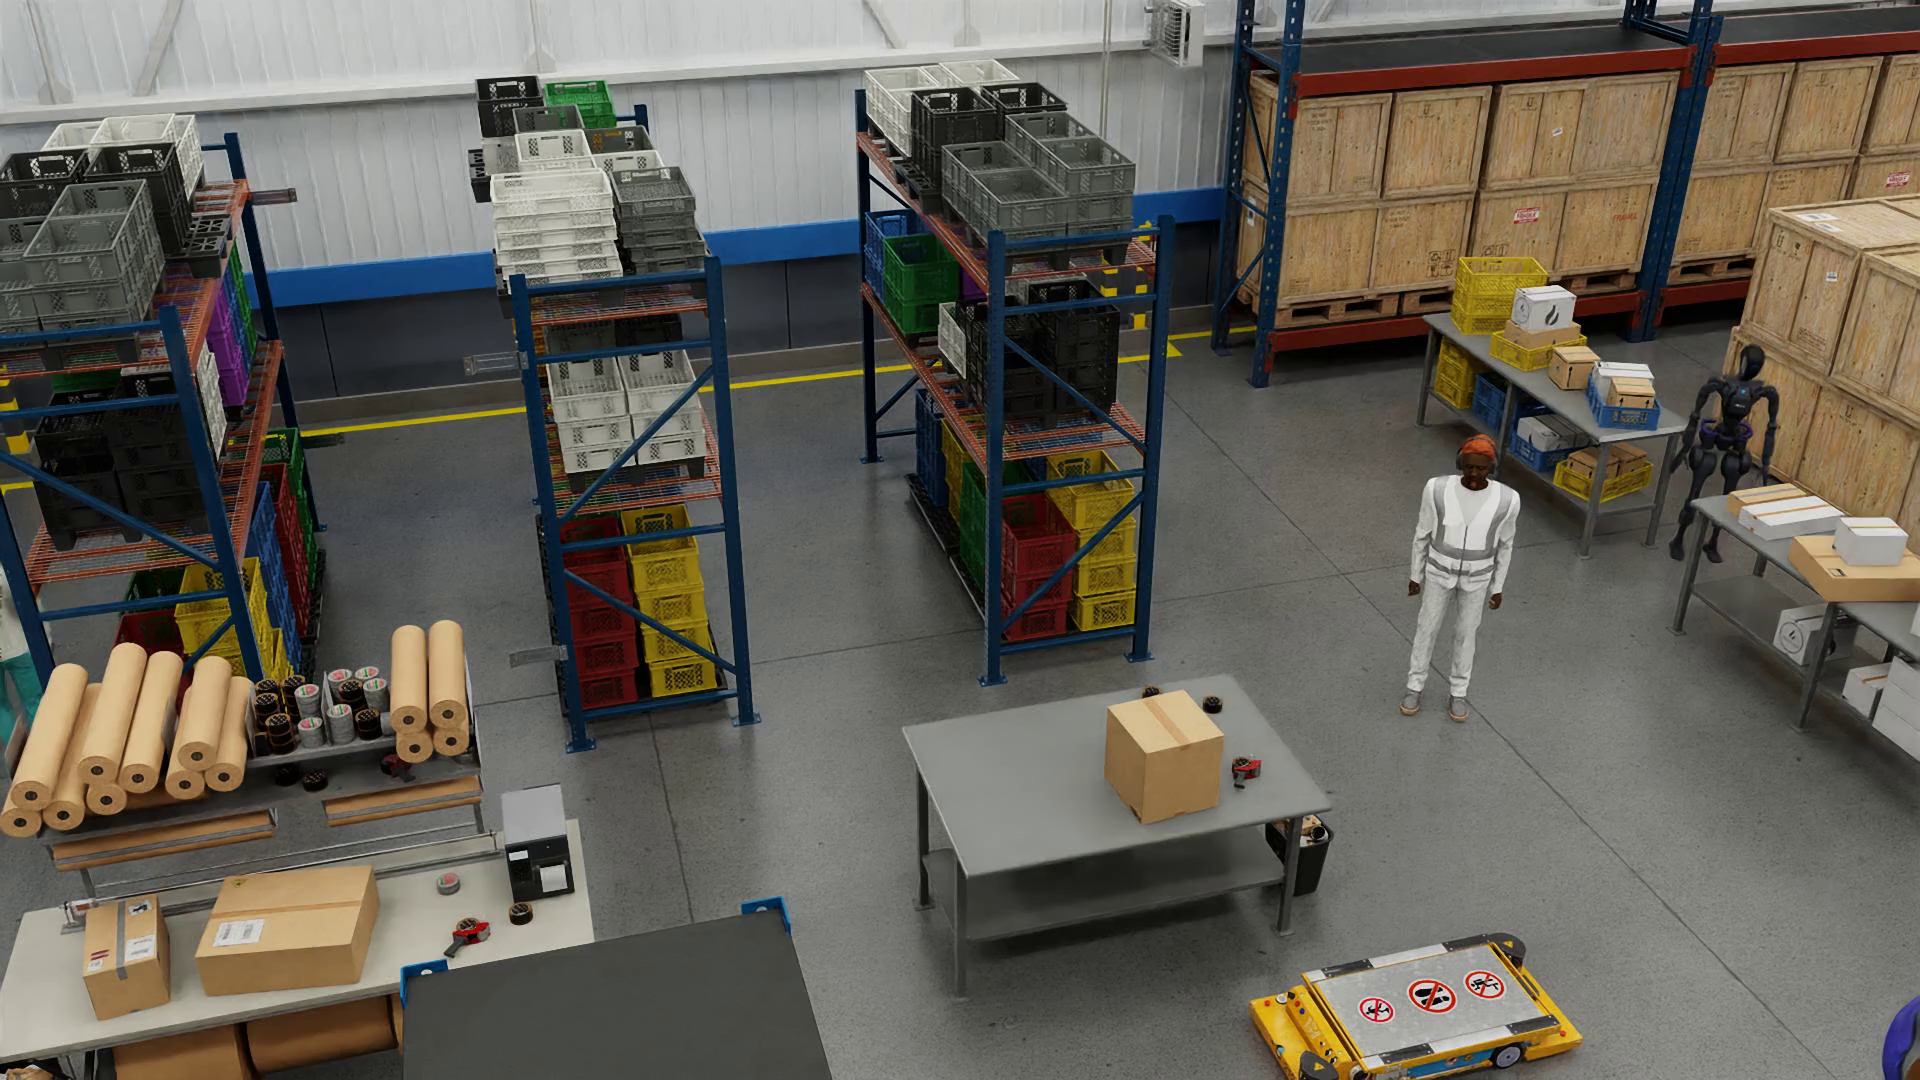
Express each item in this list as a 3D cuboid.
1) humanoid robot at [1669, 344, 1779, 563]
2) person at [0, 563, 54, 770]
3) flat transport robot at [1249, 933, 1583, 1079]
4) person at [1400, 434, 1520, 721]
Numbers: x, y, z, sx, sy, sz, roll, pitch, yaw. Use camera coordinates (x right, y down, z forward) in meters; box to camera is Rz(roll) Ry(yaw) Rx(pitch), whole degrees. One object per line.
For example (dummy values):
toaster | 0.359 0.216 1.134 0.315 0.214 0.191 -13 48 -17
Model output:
humanoid robot | 5.416 -0.611 11.806 0.628 1.653 0.370 6 29 11
person | -5.468 0.631 9.471 0.540 1.765 0.362 -21 35 -33
flat transport robot | 2.184 2.282 7.980 1.431 0.197 0.652 -8 30 -14
person | 3.008 0.233 10.063 0.573 1.882 0.356 8 30 14
